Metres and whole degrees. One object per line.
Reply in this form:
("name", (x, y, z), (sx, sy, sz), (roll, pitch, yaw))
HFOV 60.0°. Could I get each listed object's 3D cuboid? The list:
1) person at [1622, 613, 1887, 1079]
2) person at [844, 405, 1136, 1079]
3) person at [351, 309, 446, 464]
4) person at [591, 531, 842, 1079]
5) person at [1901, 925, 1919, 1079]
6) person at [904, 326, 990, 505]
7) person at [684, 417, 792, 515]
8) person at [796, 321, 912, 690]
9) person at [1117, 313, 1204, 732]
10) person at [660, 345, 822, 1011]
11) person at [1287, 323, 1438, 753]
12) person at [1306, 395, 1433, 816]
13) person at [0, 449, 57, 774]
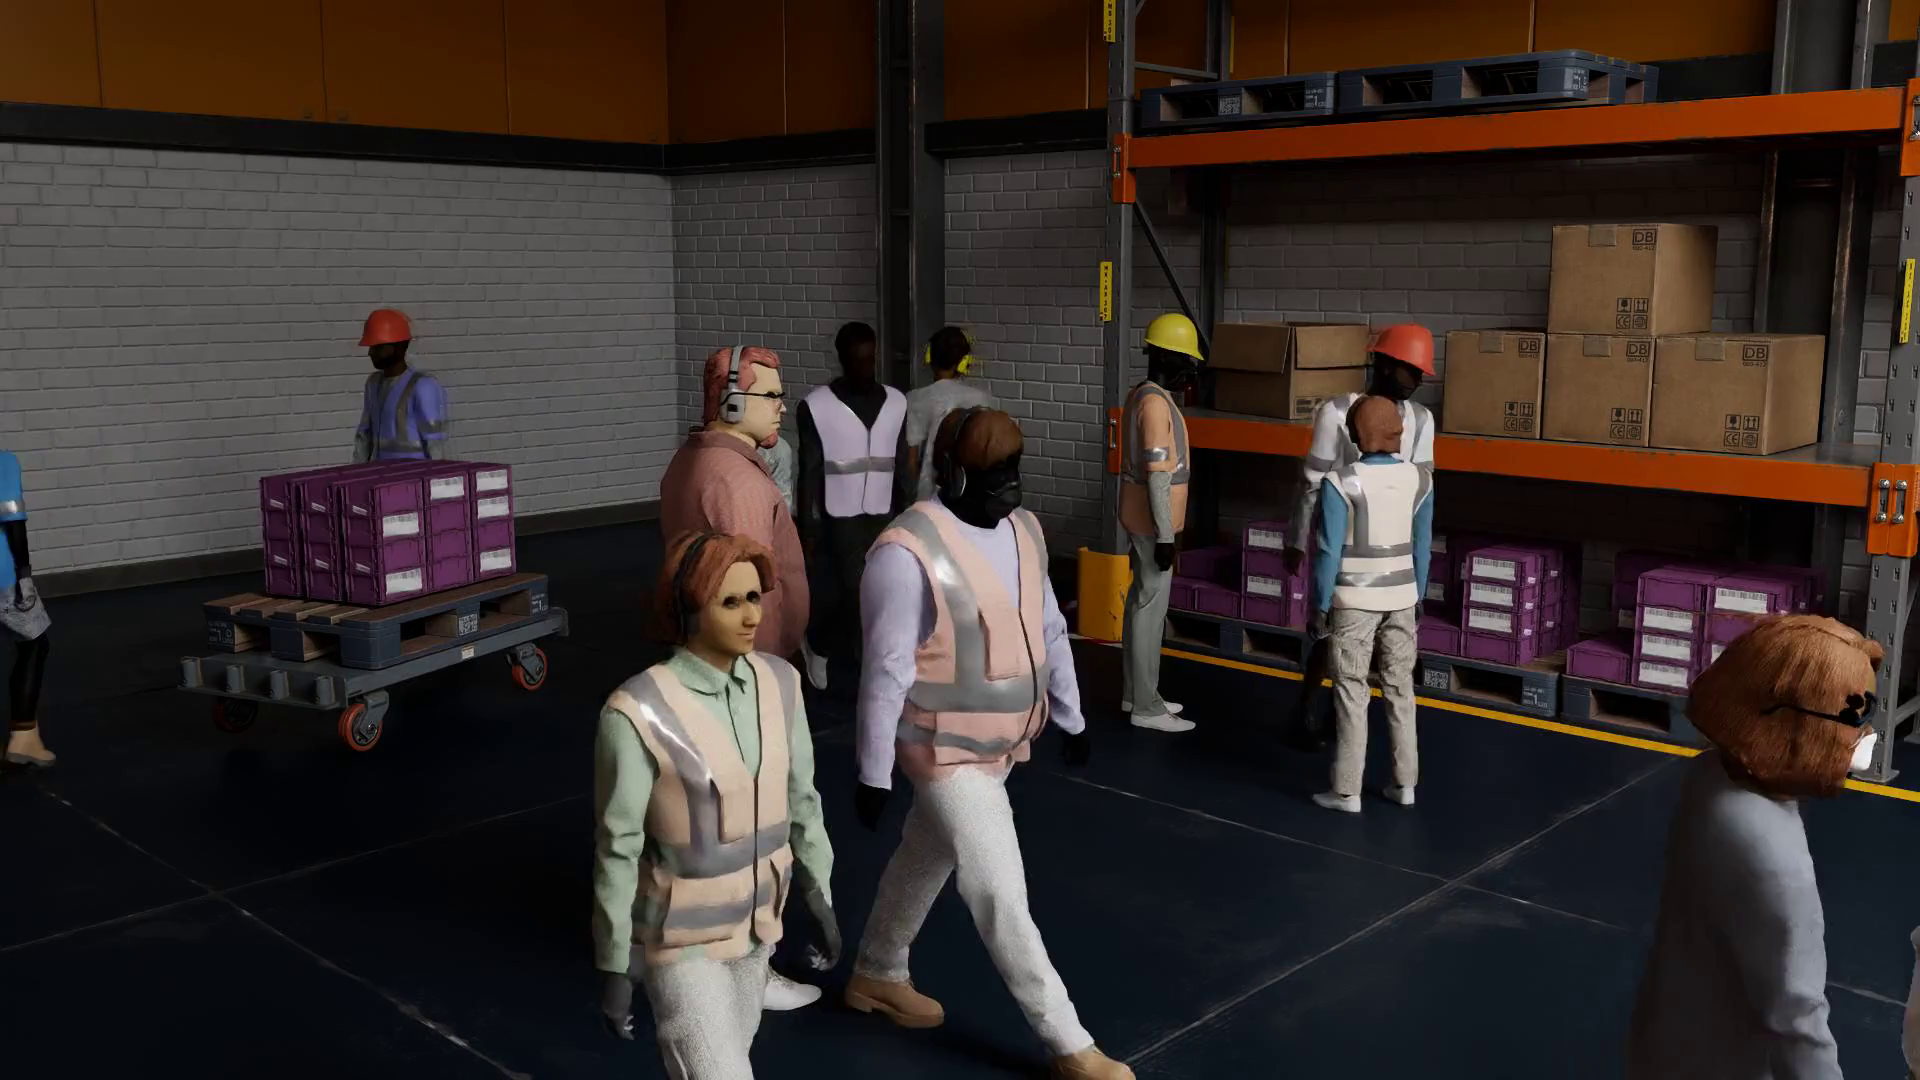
("person", (1.251, 0.899, 2.618), (0.549, 1.609, 0.513), (3, 10, 19))
("person", (0.049, 0.531, 4.380), (0.983, 1.781, 0.720), (6, 11, 34))
("person", (-3.157, -0.307, 9.155), (0.570, 1.892, 0.957), (8, 12, 41))
("person", (-0.391, 0.794, 3.208), (0.674, 1.614, 0.540), (6, 11, 33))
("person", (1.236, 0.893, 1.847), (0.520, 1.872, 0.596), (2, 10, 13))
("person", (-0.110, -0.163, 8.459), (0.496, 1.827, 0.809), (-3, 10, -17))
("person", (-1.001, 0.078, 7.346), (0.538, 1.701, 0.358), (-2, 9, -11))
("person", (-0.534, -0.116, 8.027), (0.607, 1.888, 0.869), (-7, 12, -36))
("person", (0.922, -0.083, 7.700), (0.379, 1.918, 0.585), (0, 9, -1))
("person", (-0.628, 0.393, 4.821), (0.402, 1.904, 0.652), (-4, 10, -25))
("person", (1.768, 0.007, 7.228), (0.580, 1.889, 0.543), (-3, 10, -16))
("person", (1.592, 0.261, 6.463), (0.540, 1.637, 0.313), (-4, 10, -22))
("person", (-4.089, 0.164, 6.950), (0.550, 1.672, 0.384), (2, 9, 10))
